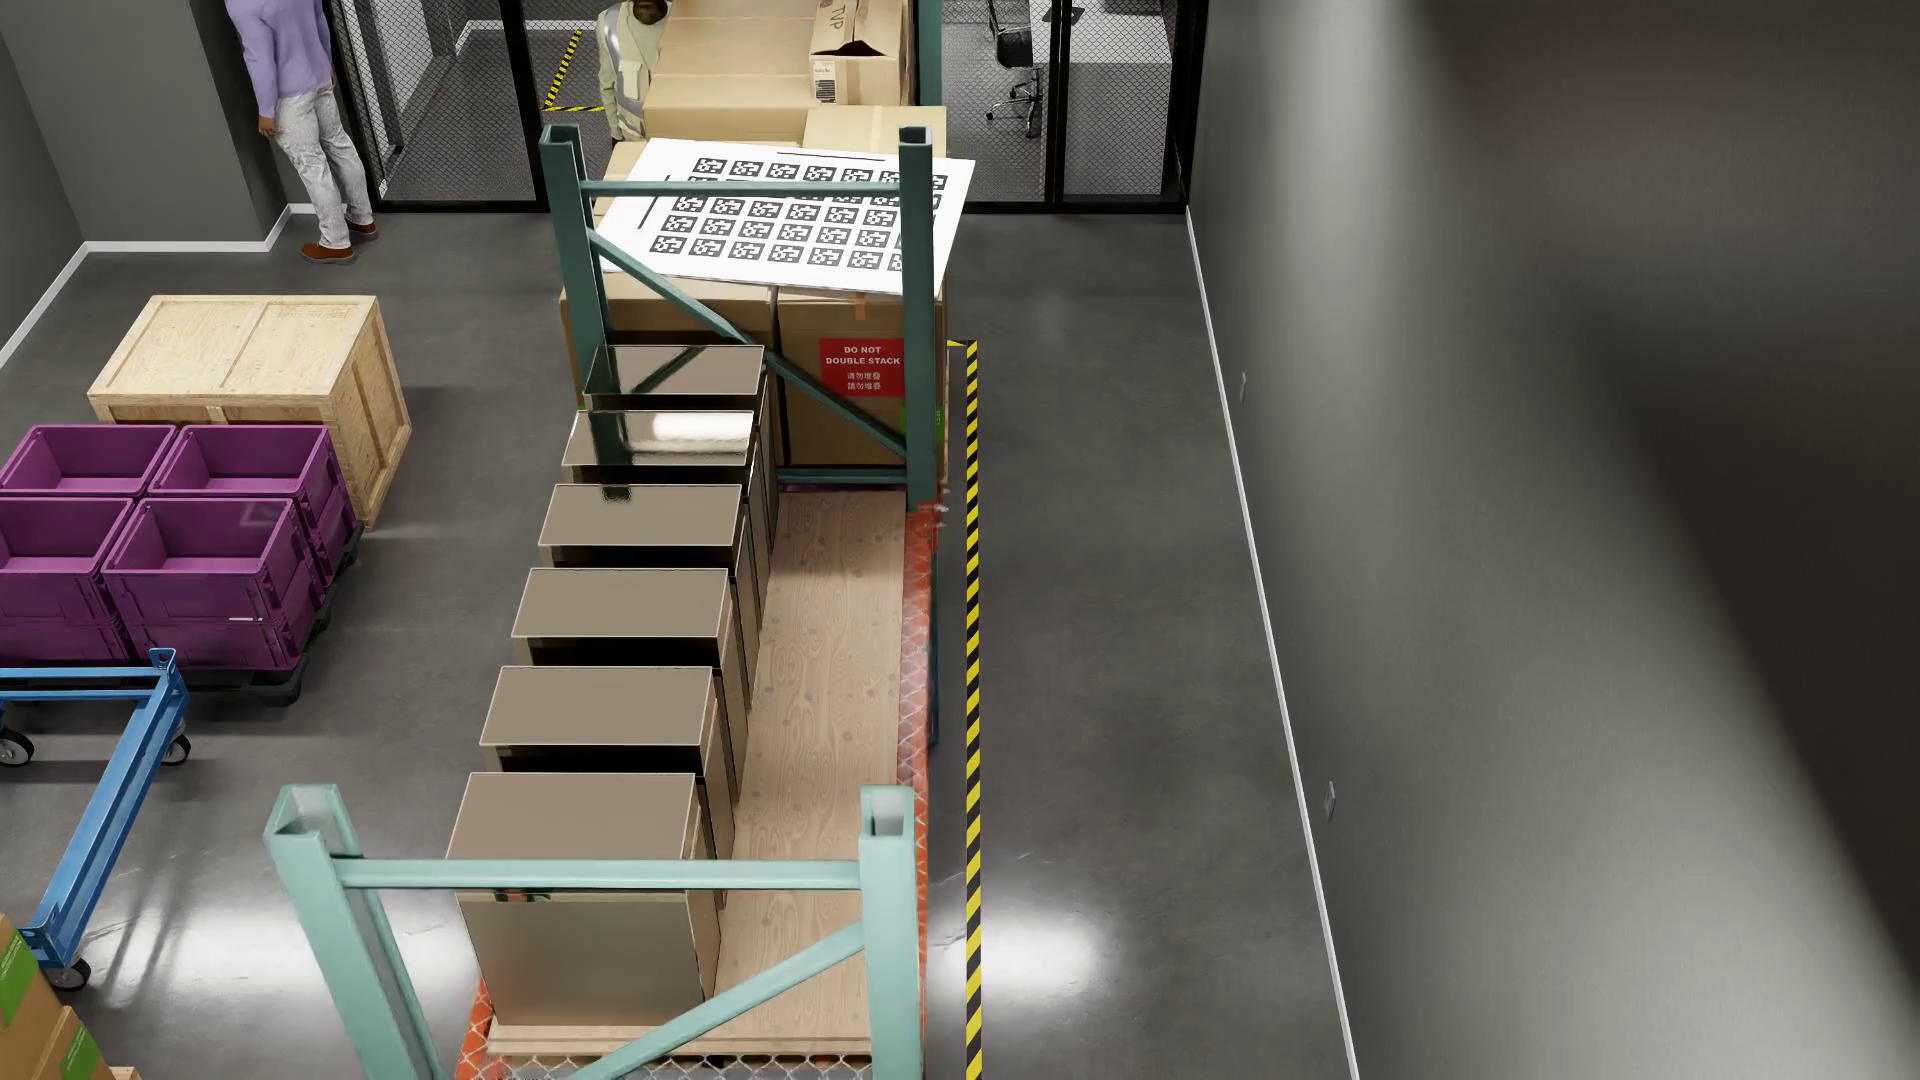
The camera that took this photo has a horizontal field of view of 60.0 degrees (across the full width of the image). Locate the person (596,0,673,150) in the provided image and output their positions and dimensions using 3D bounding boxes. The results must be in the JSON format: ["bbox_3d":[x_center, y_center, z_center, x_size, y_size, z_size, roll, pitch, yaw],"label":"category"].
[{"bbox_3d":[-1.485,-2.073,8.333,0.591,1.836,0.404,1,41,2],"label":"person"}]

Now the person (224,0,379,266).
[{"bbox_3d":[-3.415,-2.337,8.558,0.355,1.937,0.635,11,42,12],"label":"person"}]
